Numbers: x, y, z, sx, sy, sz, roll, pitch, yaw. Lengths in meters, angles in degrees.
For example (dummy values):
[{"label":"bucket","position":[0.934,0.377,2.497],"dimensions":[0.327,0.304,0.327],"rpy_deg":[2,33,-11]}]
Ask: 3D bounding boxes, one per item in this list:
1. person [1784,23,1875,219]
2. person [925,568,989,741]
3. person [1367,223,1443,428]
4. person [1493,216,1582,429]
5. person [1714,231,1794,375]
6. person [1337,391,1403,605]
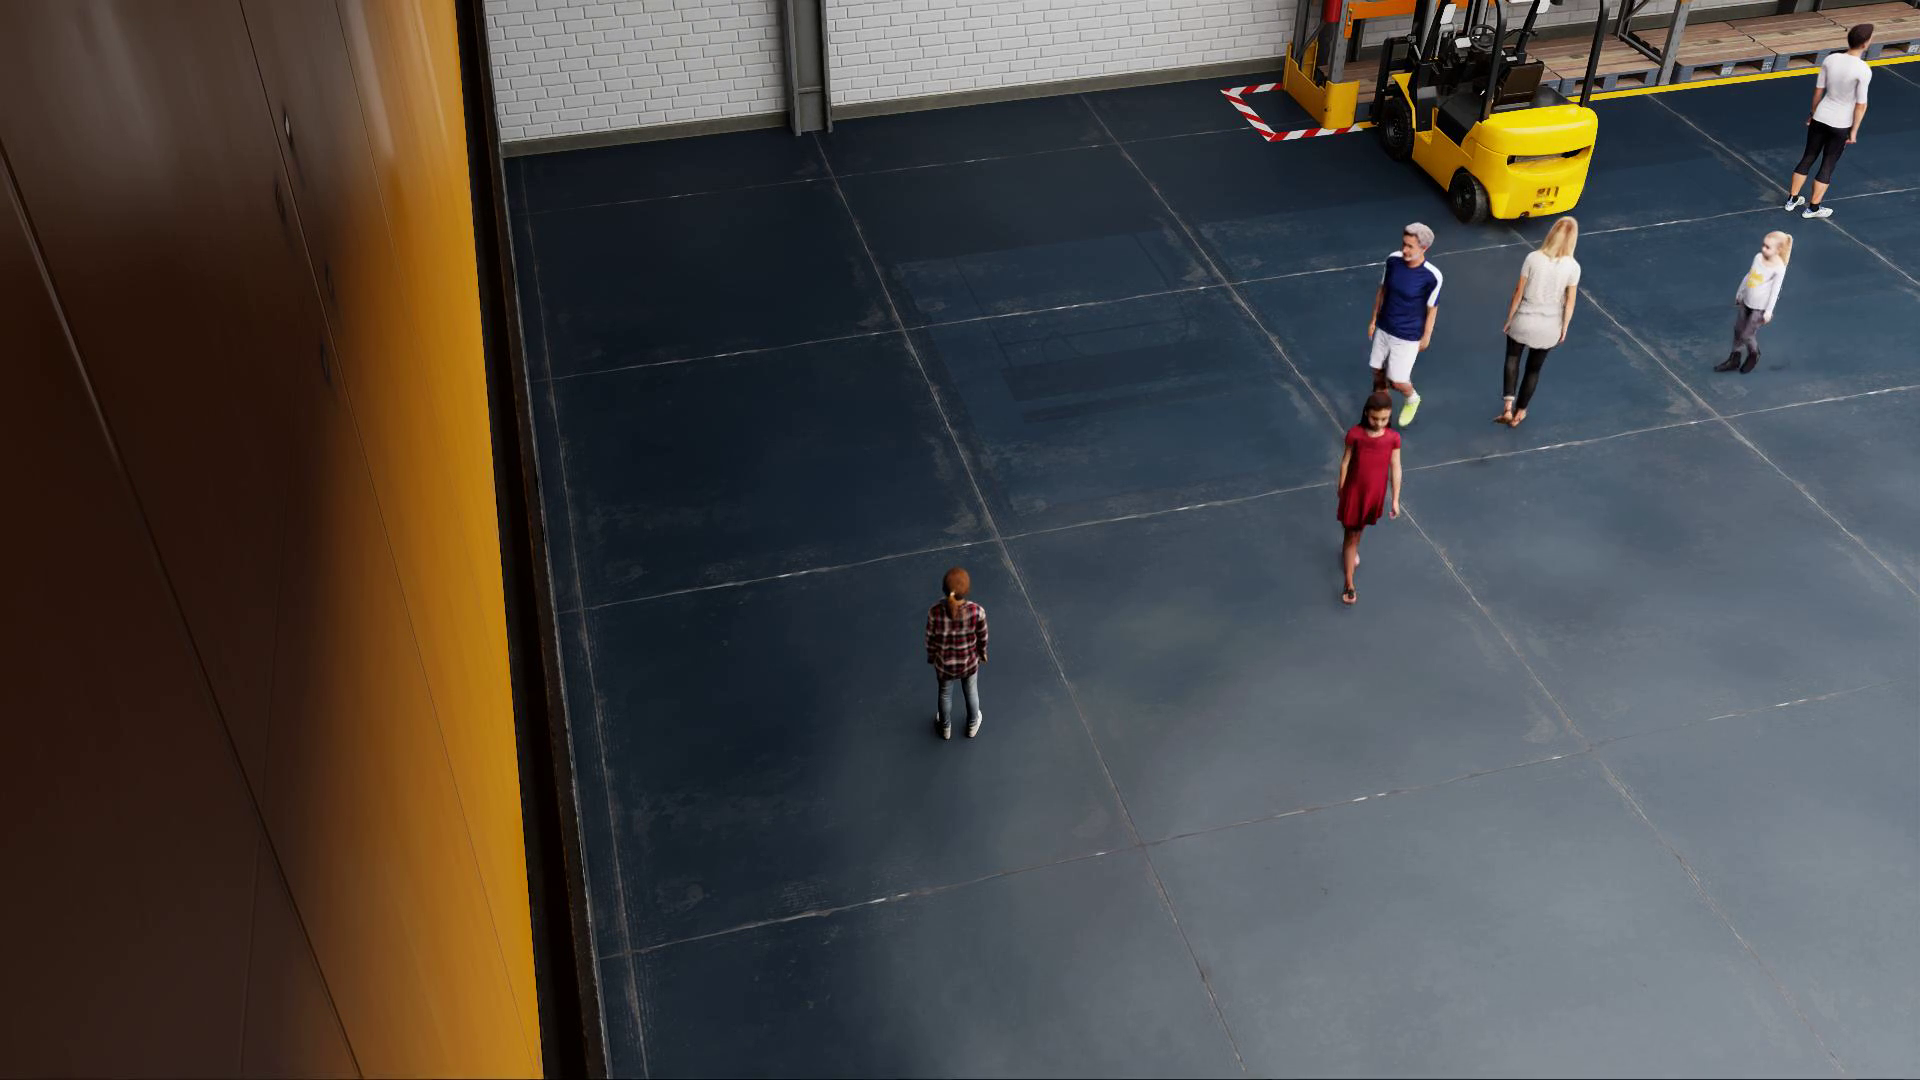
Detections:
[{"label":"person","position":[8.114,-3.899,15.469],"dimensions":[0.667,1.851,0.729],"rpy_deg":[-20,43,-23]},{"label":"person","position":[-0.021,0.696,10.152],"dimensions":[0.509,1.305,0.638],"rpy_deg":[-1,39,-2]},{"label":"person","position":[3.395,-1.620,12.637],"dimensions":[0.848,1.824,0.783],"rpy_deg":[-27,46,-30]},{"label":"person","position":[4.347,-1.573,12.586],"dimensions":[0.827,1.814,0.877],"rpy_deg":[13,40,16]},{"label":"person","position":[6.491,-1.917,13.450],"dimensions":[0.562,1.272,0.516],"rpy_deg":[-12,40,-15]},{"label":"person","position":[2.763,-0.389,11.344],"dimensions":[1.010,1.513,0.818],"rpy_deg":[1,39,1]}]
